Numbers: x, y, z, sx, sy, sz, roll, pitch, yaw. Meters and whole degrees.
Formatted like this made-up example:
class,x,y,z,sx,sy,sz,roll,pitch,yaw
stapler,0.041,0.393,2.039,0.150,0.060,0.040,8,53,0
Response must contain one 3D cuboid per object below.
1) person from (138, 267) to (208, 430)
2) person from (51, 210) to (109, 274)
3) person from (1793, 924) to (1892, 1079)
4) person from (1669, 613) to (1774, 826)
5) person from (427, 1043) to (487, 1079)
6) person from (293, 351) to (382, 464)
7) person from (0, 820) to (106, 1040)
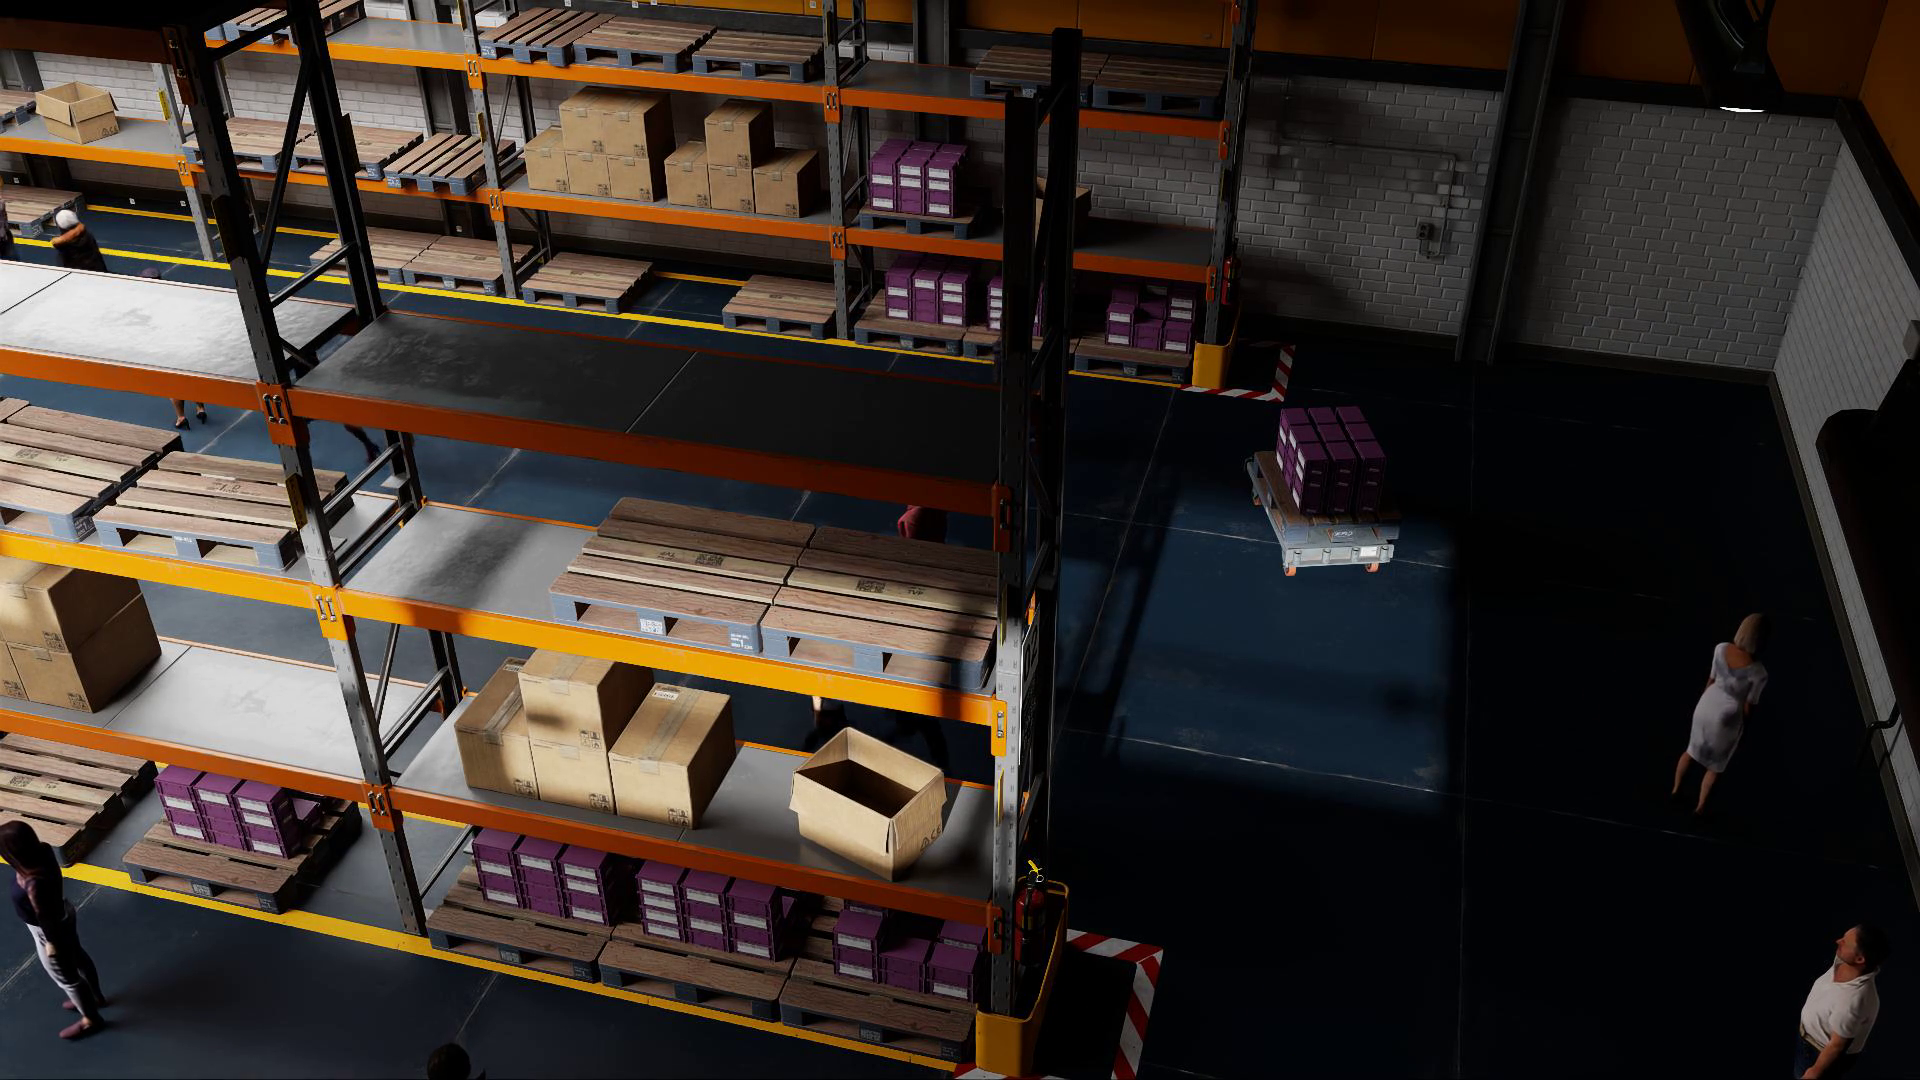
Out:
class,x,y,z,sx,sy,sz,roll,pitch,yaw
person,-7.689,-1.855,16.205,0.806,1.667,0.798,29,43,36
person,-9.105,-2.672,17.485,0.955,1.611,0.727,13,36,19
person,4.732,2.778,9.065,0.639,1.856,0.703,15,37,22
person,5.250,1.235,11.485,0.706,1.747,0.642,-19,38,-26
person,-2.530,3.218,8.578,0.611,1.662,0.665,25,41,32
person,-5.897,-1.366,15.477,1.153,1.658,0.806,-1,34,-2
person,-5.454,2.313,9.990,0.721,1.607,0.685,-12,36,-18
